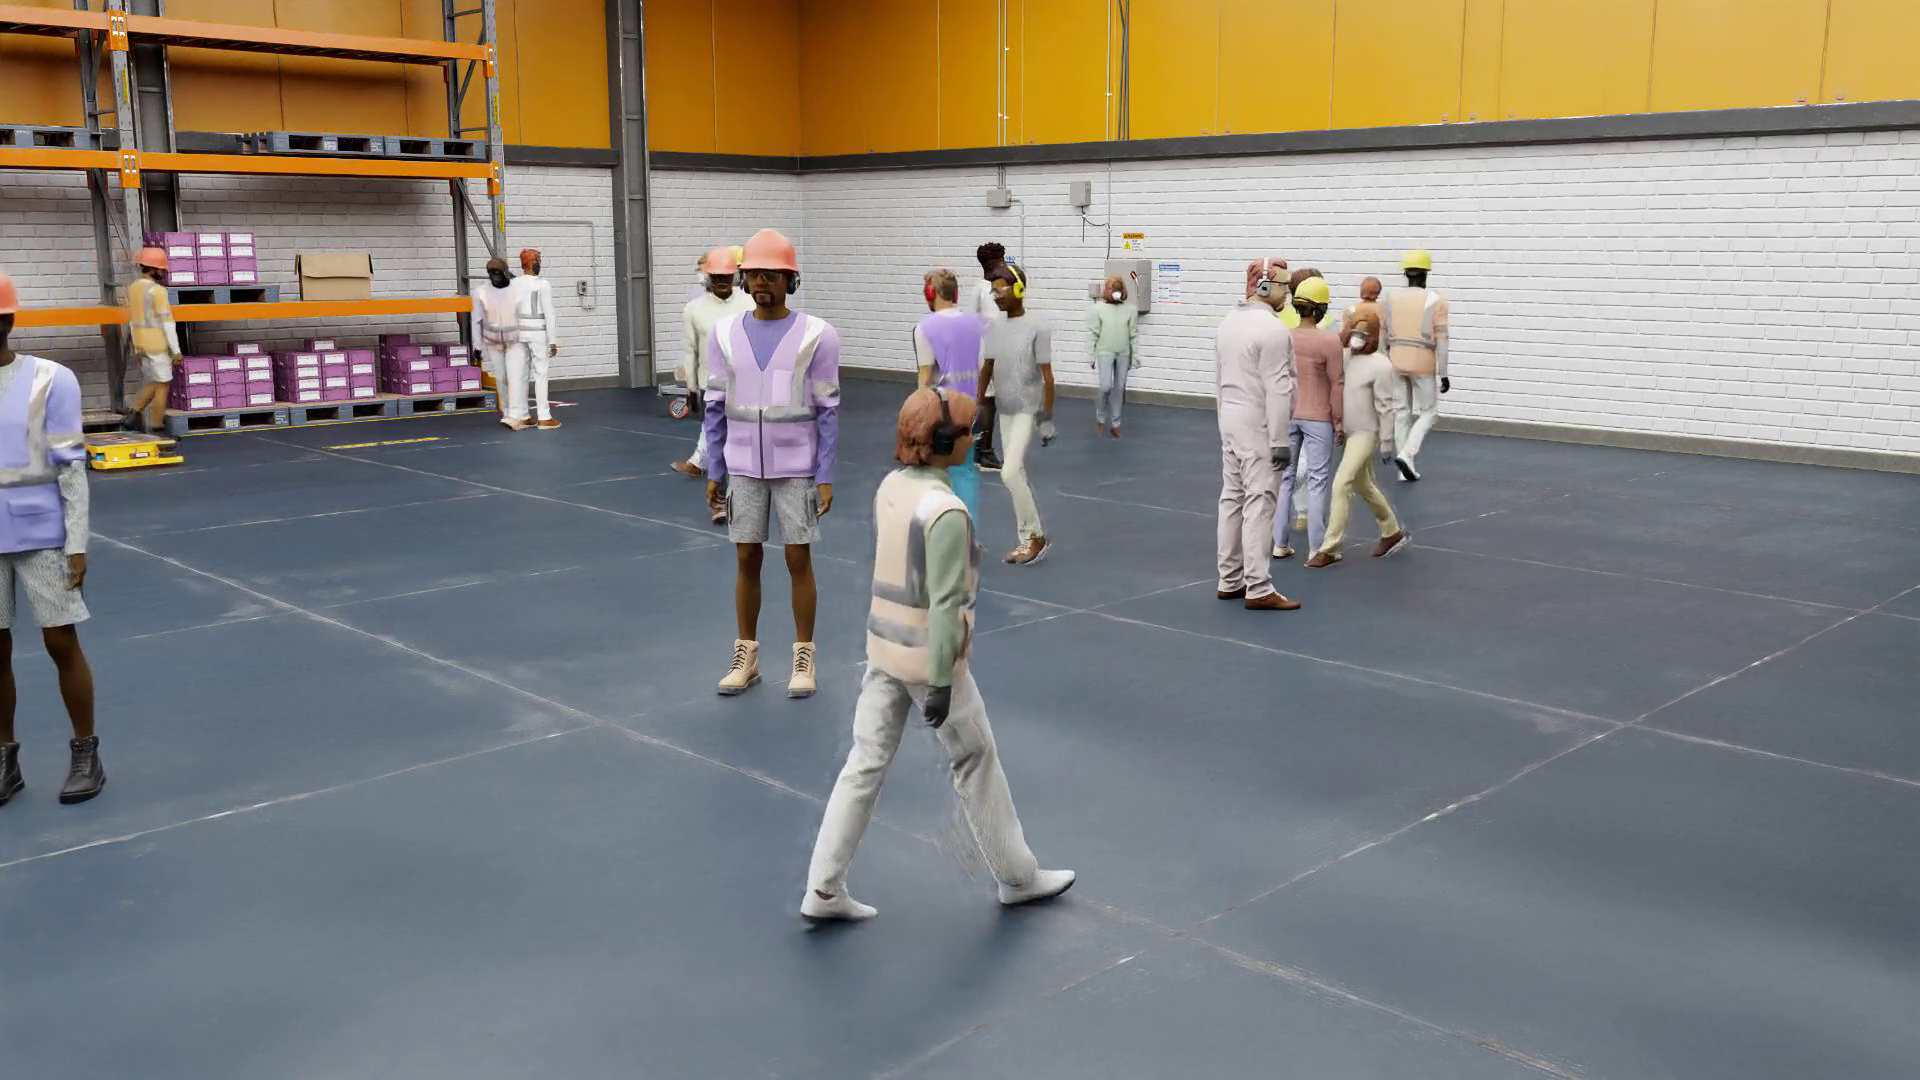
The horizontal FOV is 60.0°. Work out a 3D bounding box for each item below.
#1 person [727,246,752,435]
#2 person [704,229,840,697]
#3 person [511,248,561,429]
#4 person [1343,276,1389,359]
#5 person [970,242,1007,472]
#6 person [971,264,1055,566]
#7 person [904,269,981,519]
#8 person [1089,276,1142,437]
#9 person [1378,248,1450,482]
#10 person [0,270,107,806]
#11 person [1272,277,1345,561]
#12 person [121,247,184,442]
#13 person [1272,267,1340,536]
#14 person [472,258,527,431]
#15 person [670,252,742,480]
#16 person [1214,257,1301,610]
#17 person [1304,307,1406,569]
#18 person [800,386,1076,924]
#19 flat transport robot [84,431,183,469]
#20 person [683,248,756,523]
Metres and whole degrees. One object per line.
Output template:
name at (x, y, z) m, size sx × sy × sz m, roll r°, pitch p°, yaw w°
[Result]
person at (-2.018, -1.710, 15.182) m, size 0.594 × 1.924 × 0.372 m, roll 6°, pitch 12°, yaw 30°
person at (-0.828, -0.324, 7.293) m, size 0.608 × 2.048 × 0.364 m, roll 2°, pitch 11°, yaw 9°
person at (-4.480, -2.100, 17.425) m, size 0.585 × 1.882 × 0.337 m, roll 5°, pitch 11°, yaw 23°
person at (4.005, -1.761, 16.280) m, size 0.519 × 1.627 × 0.372 m, roll 4°, pitch 11°, yaw 20°
person at (0.266, -1.575, 14.335) m, size 0.362 × 1.966 × 0.611 m, roll -2°, pitch 11°, yaw -11°
person at (0.331, -0.758, 10.224) m, size 0.484 × 1.844 × 0.515 m, roll -9°, pitch 14°, yaw -40°
person at (-0.141, -0.799, 10.534) m, size 0.557 × 1.812 × 0.625 m, roll -9°, pitch 14°, yaw -42°
person at (1.564, -1.831, 16.683) m, size 0.508 × 1.622 × 0.397 m, roll -3°, pitch 11°, yaw -15°
person at (3.673, -1.399, 13.513) m, size 0.613 × 1.915 × 0.497 m, roll 9°, pitch 13°, yaw 39°
person at (-3.362, -0.005, 5.872) m, size 0.548 × 1.932 × 0.371 m, roll -2°, pitch 11°, yaw -11°
person at (2.153, -0.737, 10.315) m, size 0.525 × 1.769 × 0.309 m, roll 9°, pitch 14°, yaw 40°
person at (-7.807, -1.869, 16.090) m, size 0.555 × 1.910 × 0.444 m, roll 7°, pitch 13°, yaw 35°
person at (2.265, -0.920, 11.183) m, size 0.818 × 1.815 × 0.635 m, roll -9°, pitch 13°, yaw -39°
person at (-4.738, -2.037, 17.357) m, size 0.658 × 1.785 × 0.987 m, roll -1°, pitch 10°, yaw -5°
person at (-2.044, -1.460, 13.955) m, size 0.621 × 1.886 × 1.041 m, roll 10°, pitch 14°, yaw 43°
person at (1.633, -0.577, 9.069) m, size 0.400 × 1.905 × 0.643 m, roll -3°, pitch 11°, yaw -17°
person at (2.485, -0.636, 10.223) m, size 0.806 × 1.594 × 0.520 m, roll -5°, pitch 11°, yaw -23°
person at (-0.096, 0.347, 4.866) m, size 0.856 × 1.593 × 0.524 m, roll -6°, pitch 12°, yaw -28°
flat transport robot at (-7.531, -0.813, 14.806) m, size 1.431 × 0.197 × 0.652 m, roll 10°, pitch 15°, yaw 44°
person at (-1.659, -1.121, 11.965) m, size 0.630 × 1.931 × 1.072 m, roll -2°, pitch 11°, yaw -9°
